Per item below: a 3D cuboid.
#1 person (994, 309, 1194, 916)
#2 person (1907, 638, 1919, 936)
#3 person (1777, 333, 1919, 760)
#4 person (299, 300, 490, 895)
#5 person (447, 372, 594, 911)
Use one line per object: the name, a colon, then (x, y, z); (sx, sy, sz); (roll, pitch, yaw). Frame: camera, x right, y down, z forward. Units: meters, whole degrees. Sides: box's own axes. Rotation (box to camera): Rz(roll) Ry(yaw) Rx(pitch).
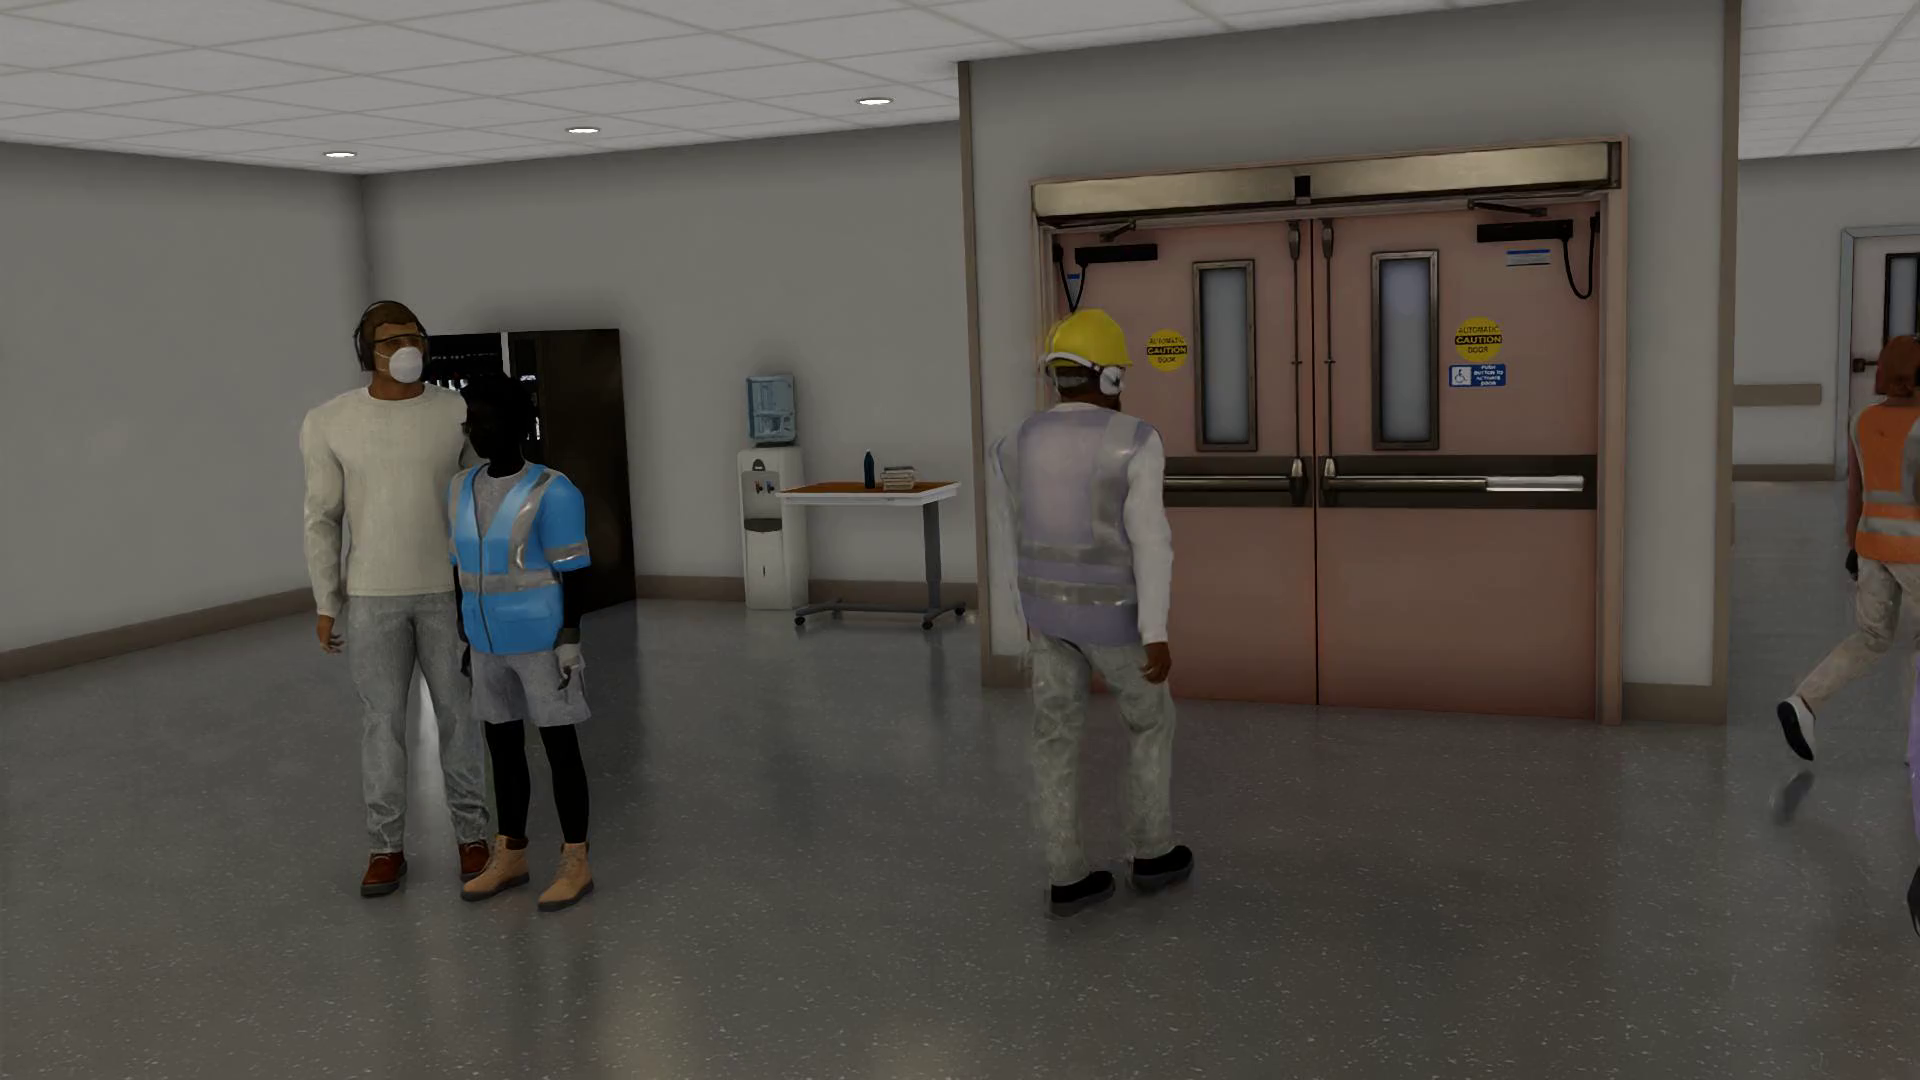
person: (0.458, 0.206, 5.110); (0.627, 1.807, 0.704); (3, 9, 37)
person: (1.741, 0.458, 2.426); (0.646, 1.907, 0.401); (1, 8, 23)
person: (3.405, 0.056, 6.113); (0.677, 1.620, 0.521); (-4, 8, -10)
person: (-1.811, 0.187, 5.489); (0.635, 1.939, 0.361); (-4, 8, -16)
person: (-1.392, 0.319, 5.262); (0.536, 1.696, 0.322); (2, 8, 27)
